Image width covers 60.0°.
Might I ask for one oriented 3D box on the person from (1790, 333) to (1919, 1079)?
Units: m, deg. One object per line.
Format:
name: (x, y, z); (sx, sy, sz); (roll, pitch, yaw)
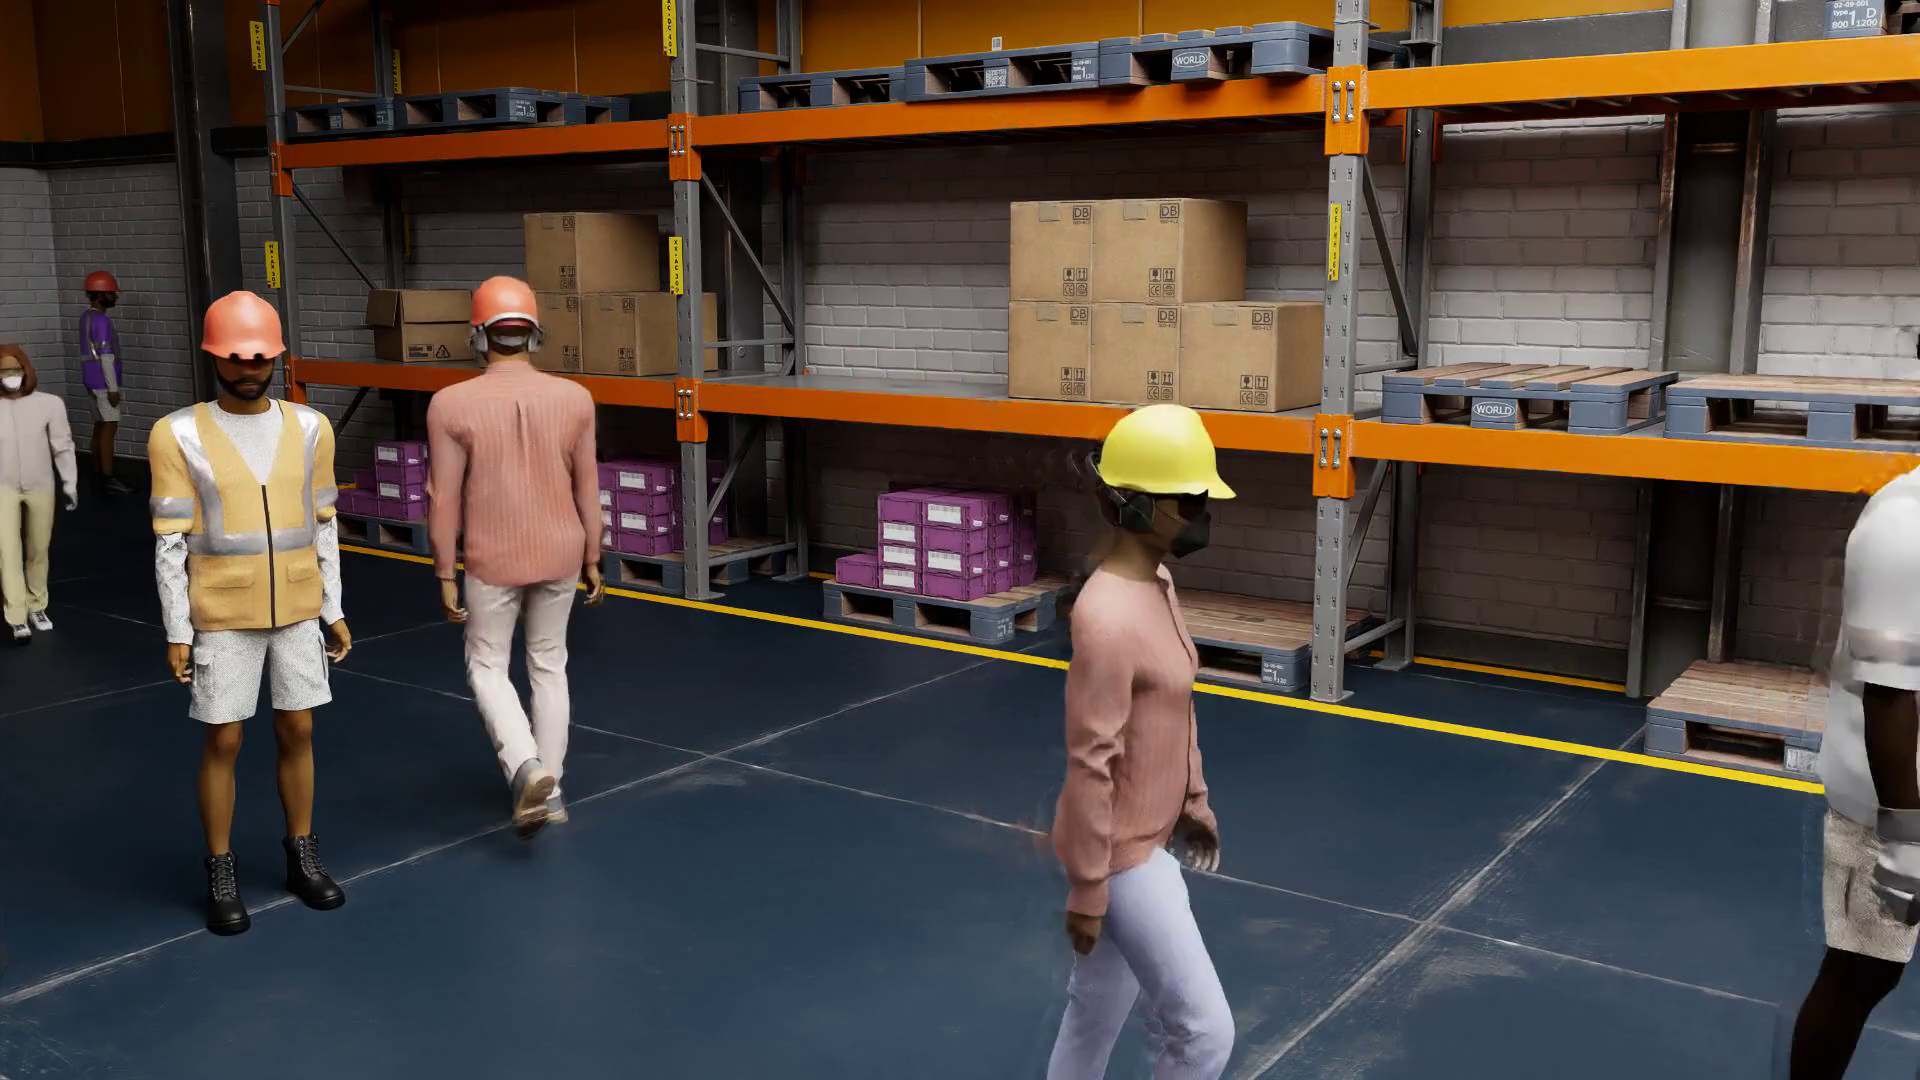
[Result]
person: (1.999, 0.502, 3.302); (0.642, 1.943, 0.667); (-8, 12, -39)

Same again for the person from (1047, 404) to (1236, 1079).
person: (0.412, 0.609, 3.283); (0.606, 1.749, 0.536); (2, 10, 11)

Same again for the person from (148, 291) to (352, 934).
person: (-2.127, 0.218, 5.057); (0.551, 1.932, 0.377); (-8, 13, -40)

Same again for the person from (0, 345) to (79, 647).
person: (-4.969, -0.239, 8.834); (0.506, 1.578, 0.874); (-7, 12, -37)

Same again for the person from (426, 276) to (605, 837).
person: (-1.512, 0.078, 5.790); (0.623, 1.978, 0.640); (-6, 11, -31)

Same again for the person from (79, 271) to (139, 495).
person: (-7.415, -1.363, 14.467); (0.373, 1.934, 0.551); (-8, 12, -39)
